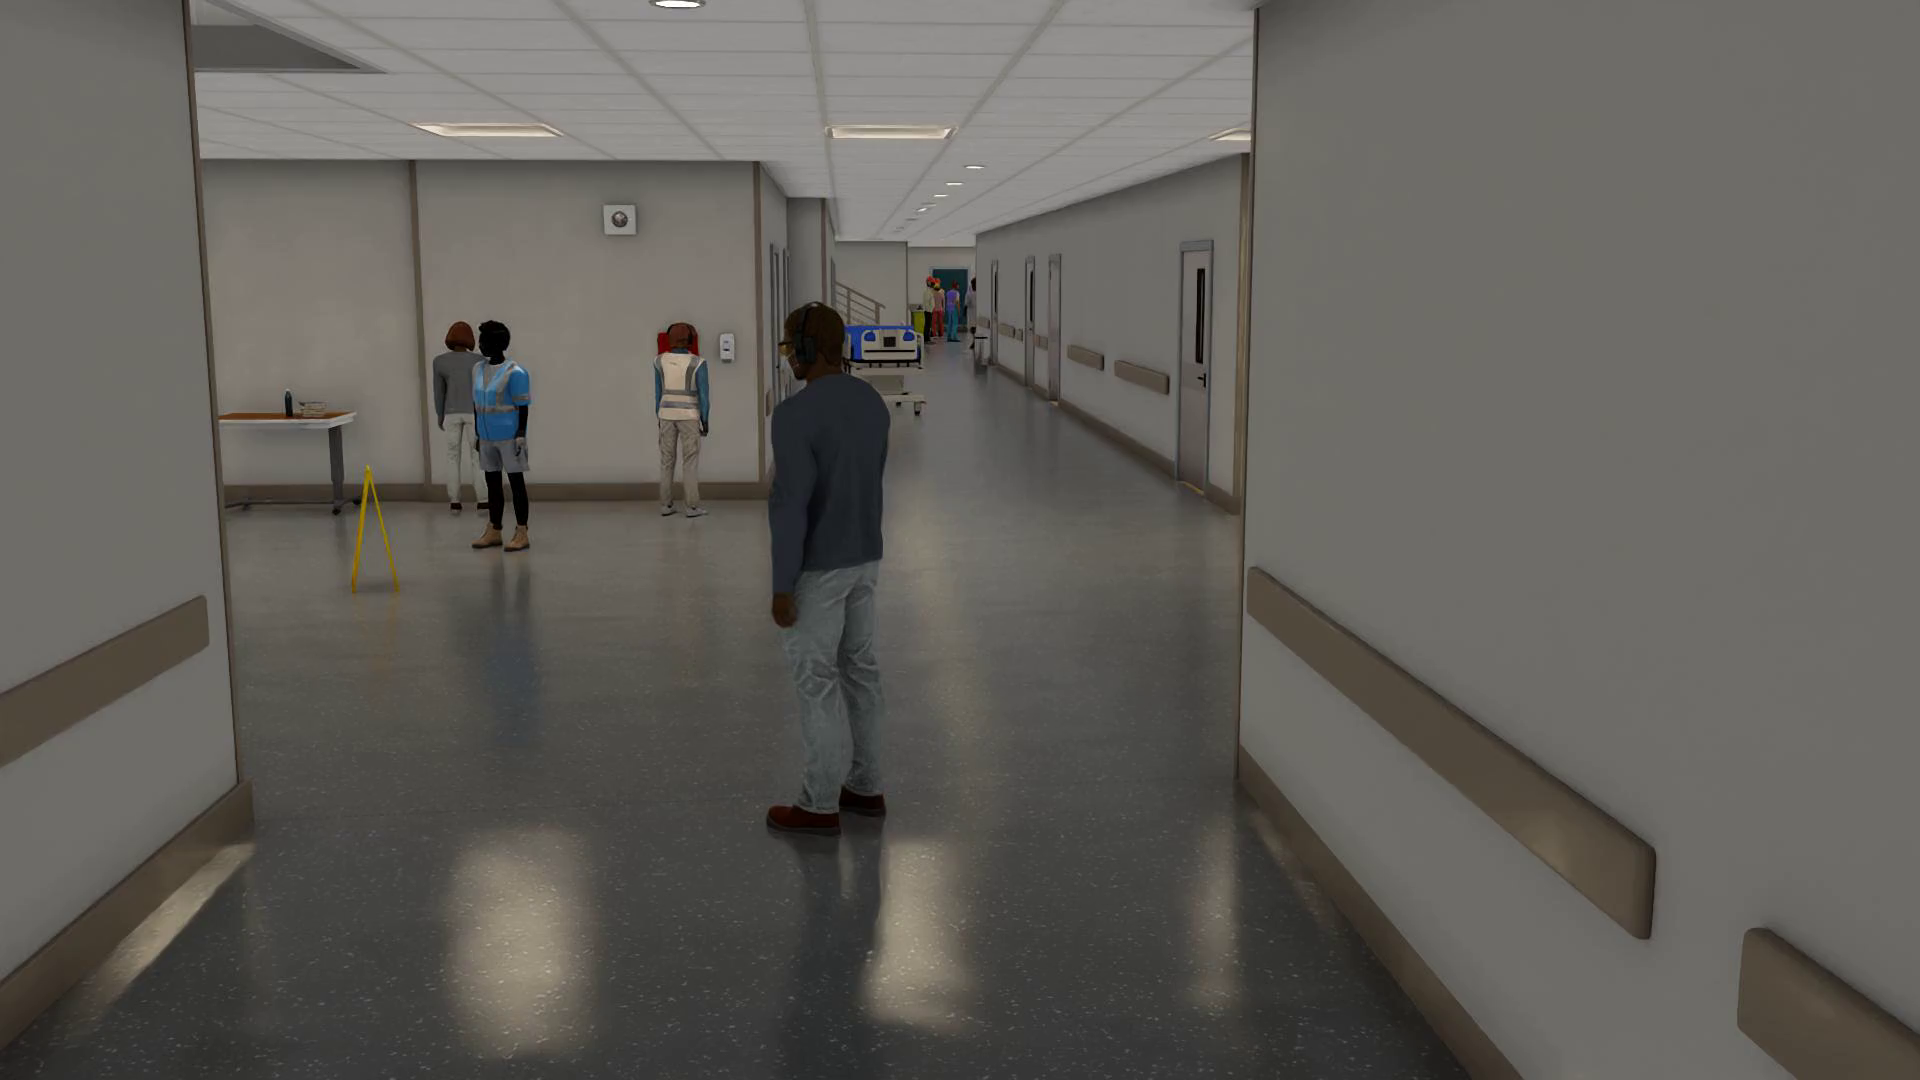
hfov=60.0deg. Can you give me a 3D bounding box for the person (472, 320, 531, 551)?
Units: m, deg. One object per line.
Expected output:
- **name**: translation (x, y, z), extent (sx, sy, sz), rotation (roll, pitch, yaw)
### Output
- **person**: translation (-3.373, -0.764, 12.219), extent (0.536, 1.699, 0.322), rotation (5, 10, 30)

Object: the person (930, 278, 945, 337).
- **person**: translation (-0.749, -7.610, 54.497), extent (0.543, 1.927, 0.392), rotation (-4, 10, -21)

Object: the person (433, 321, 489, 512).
- **person**: translation (-4.242, -1.053, 14.242), extent (0.499, 1.633, 0.281), rotation (0, 9, 2)

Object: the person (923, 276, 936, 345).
- **person**: translation (-0.889, -6.669, 48.415), extent (0.401, 1.989, 0.616), rotation (1, 9, 7)

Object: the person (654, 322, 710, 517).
- **person**: translation (-2.333, -1.003, 13.945), extent (0.509, 1.629, 0.318), rotation (3, 10, 18)

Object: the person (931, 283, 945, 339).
- **person**: translation (-0.725, -7.240, 52.676), extent (0.533, 1.766, 0.312), rotation (-4, 10, -24)

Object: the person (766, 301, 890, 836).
- **person**: translation (-0.480, 0.106, 6.050), extent (0.375, 1.932, 0.629), rotation (5, 10, 30)

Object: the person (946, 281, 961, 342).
- **person**: translation (-0.209, -6.933, 50.528), extent (0.376, 1.836, 0.566), rotation (-7, 11, -36)
